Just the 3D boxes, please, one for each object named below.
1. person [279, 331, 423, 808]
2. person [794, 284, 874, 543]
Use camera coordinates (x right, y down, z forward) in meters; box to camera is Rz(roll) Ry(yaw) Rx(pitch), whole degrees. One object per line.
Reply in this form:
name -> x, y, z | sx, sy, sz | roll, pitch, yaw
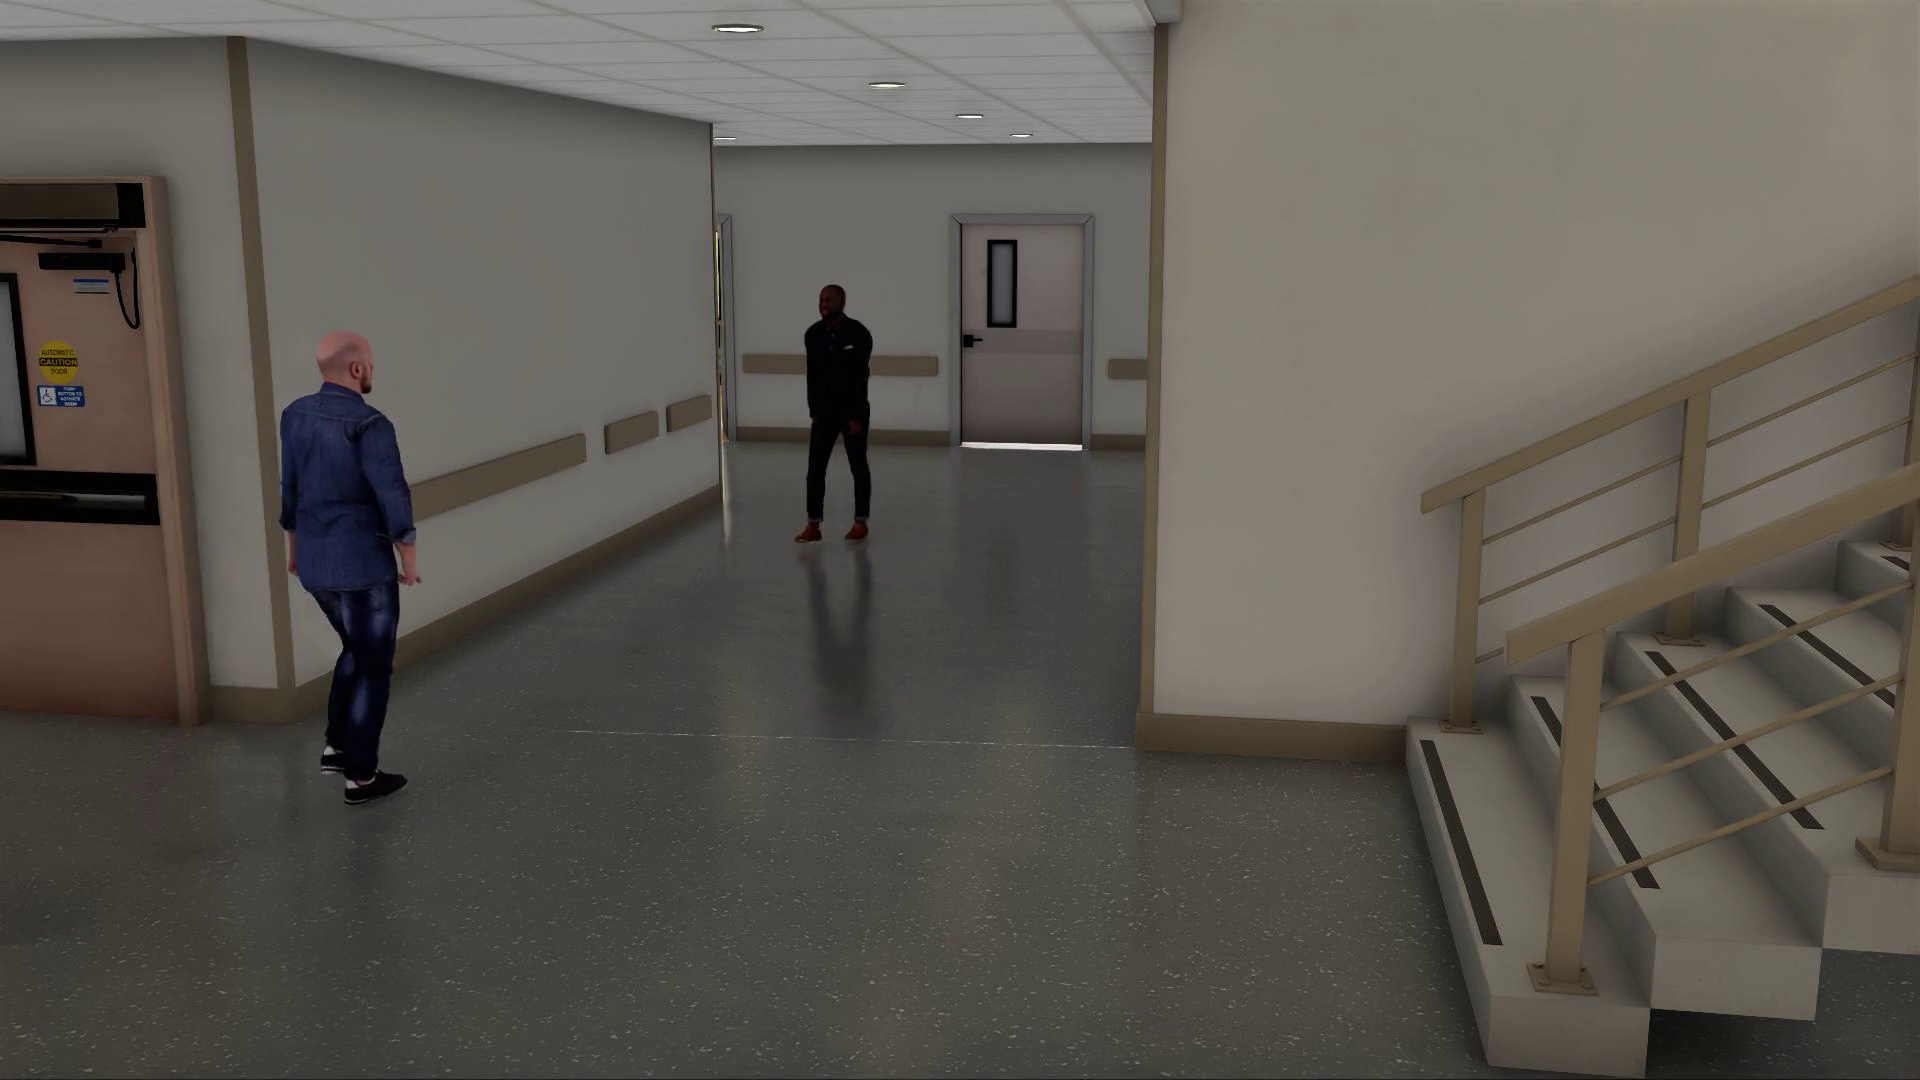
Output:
person -> -2.352, 0.139, 6.279 | 0.698, 1.804, 0.869 | 5, 12, 24
person -> -0.776, -0.875, 11.656 | 0.928, 1.792, 0.880 | 4, 11, 20
